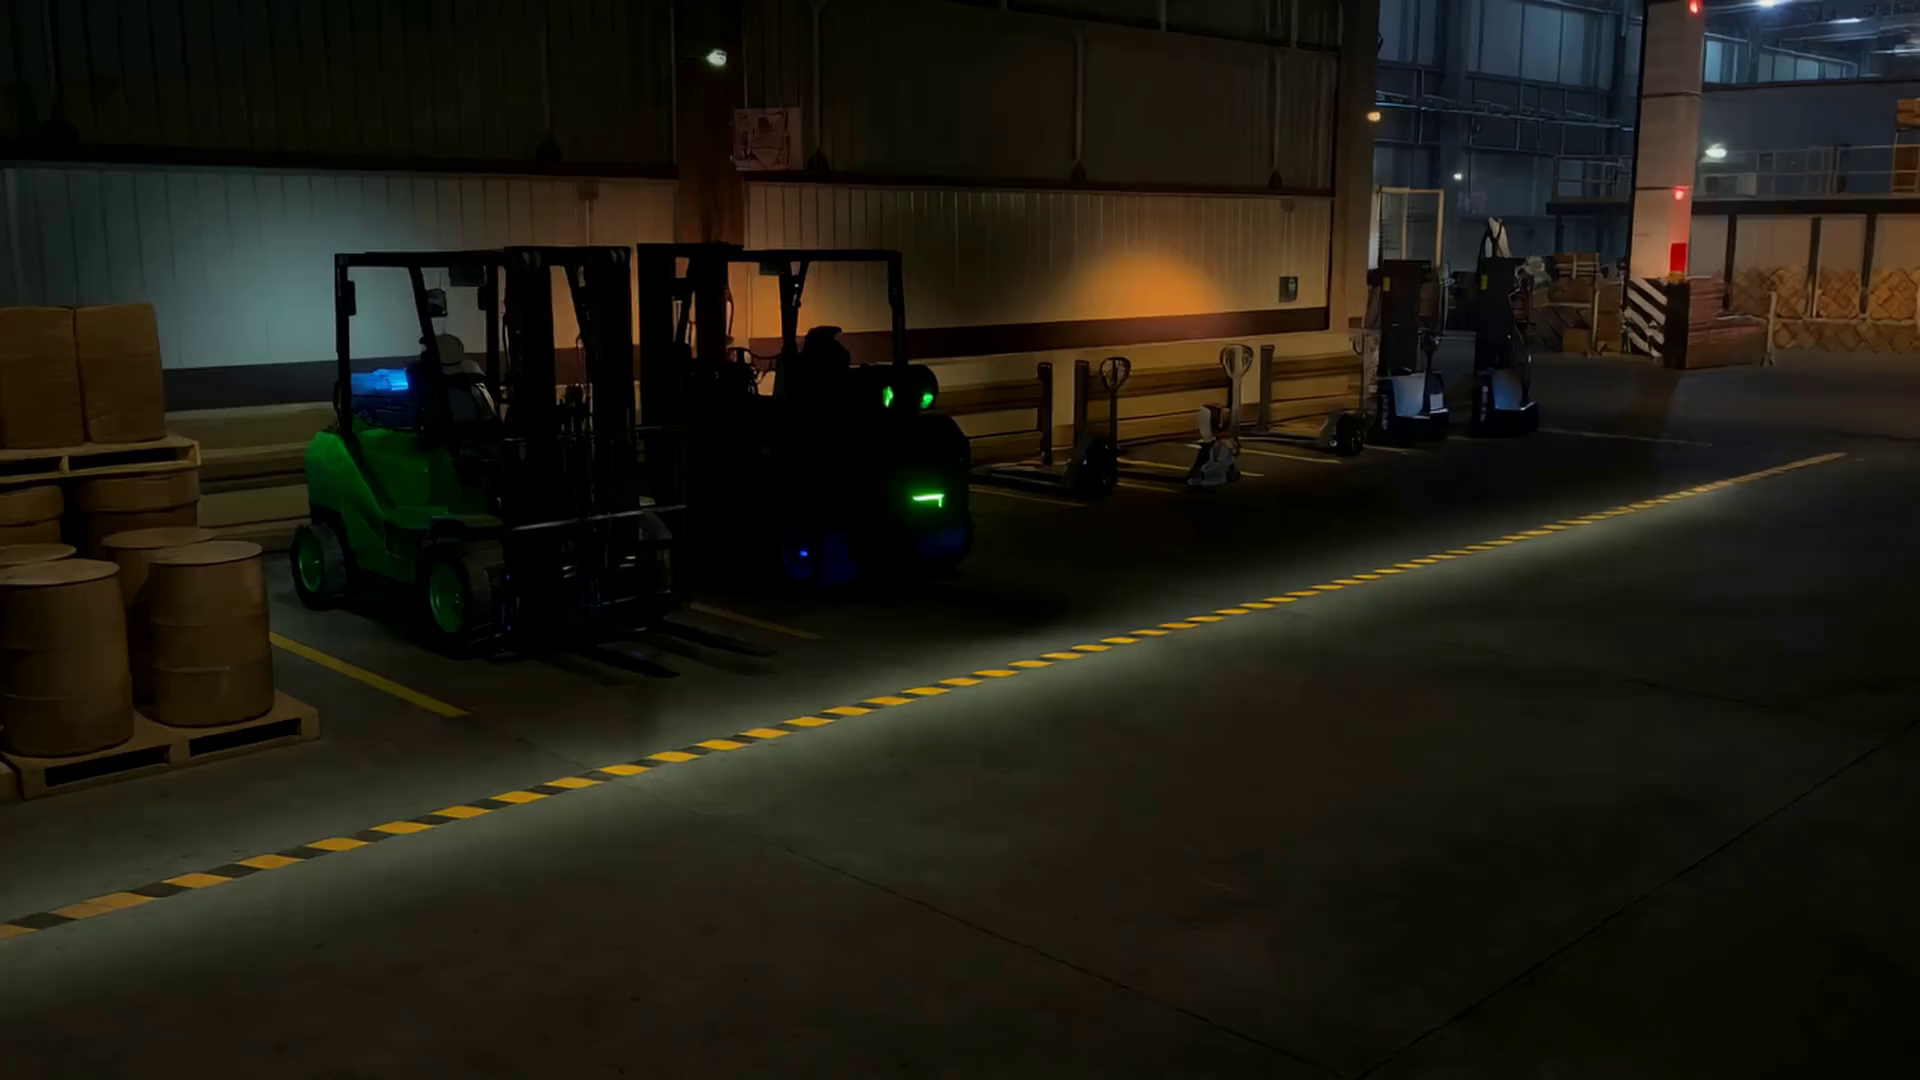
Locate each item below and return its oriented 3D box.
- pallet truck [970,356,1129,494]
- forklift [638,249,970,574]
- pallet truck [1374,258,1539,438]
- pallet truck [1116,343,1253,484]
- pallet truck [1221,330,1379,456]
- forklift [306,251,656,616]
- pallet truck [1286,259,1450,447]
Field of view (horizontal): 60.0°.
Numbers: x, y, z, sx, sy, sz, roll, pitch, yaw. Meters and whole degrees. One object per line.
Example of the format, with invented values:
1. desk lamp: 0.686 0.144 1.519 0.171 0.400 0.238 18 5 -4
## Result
1. pallet truck: 0.784 -1.085 14.876 0.680 1.201 1.601 -10 14 -44
2. forklift: -1.173 -0.958 11.239 2.680 1.987 1.157 10 14 43
3. pallet truck: 5.704 -2.208 18.901 1.885 1.965 0.823 10 14 43
4. pallet truck: 1.962 -1.215 15.415 1.522 1.261 0.704 10 14 43
5. pallet truck: 3.563 -1.581 17.381 0.653 1.274 1.630 -10 14 -44
6. forklift: -2.833 -0.669 9.694 1.157 1.987 2.680 -10 14 -44
7. pallet truck: 4.493 -2.078 18.196 0.823 1.965 1.885 -9 14 -40
